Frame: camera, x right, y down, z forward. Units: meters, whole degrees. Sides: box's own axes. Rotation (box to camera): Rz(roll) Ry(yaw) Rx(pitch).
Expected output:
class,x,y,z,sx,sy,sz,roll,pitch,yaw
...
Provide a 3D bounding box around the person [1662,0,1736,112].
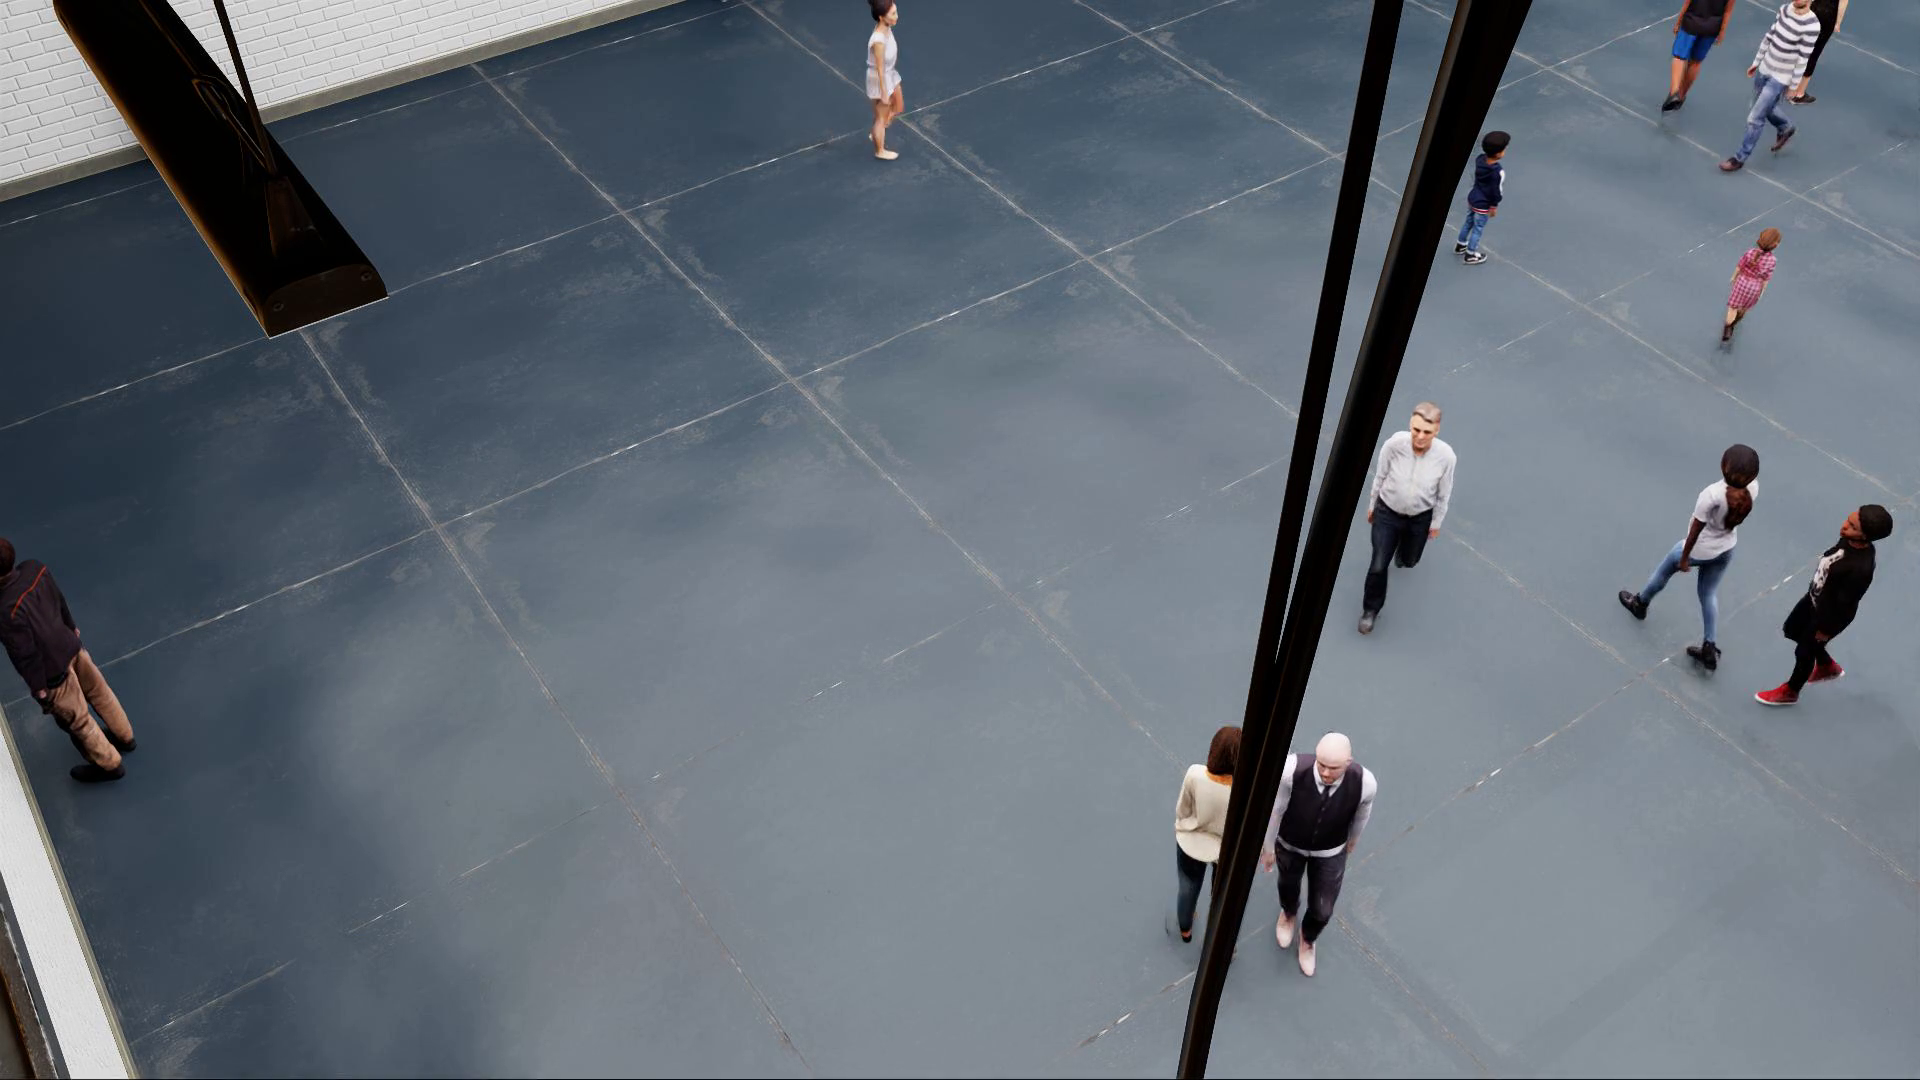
class,x,y,z,sx,sy,sz,roll,pitch,yaw
person,7.018,-4.853,15.771,0.886,1.783,1.009,16,46,16

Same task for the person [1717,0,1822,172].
class,x,y,z,sx,sy,sz,roll,pitch,yaw
person,7.492,-4.233,15.091,1.184,1.823,0.921,-9,44,-9

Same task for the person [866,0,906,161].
class,x,y,z,sx,sy,sz,roll,pitch,yaw
person,-0.794,-4.227,15.237,0.739,1.614,0.681,5,44,6

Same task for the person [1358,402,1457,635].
class,x,y,z,sx,sy,sz,roll,pitch,yaw
person,2.930,-0.228,10.905,1.016,1.800,1.161,15,46,15

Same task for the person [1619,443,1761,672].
class,x,y,z,sx,sy,sz,roll,pitch,yaw
person,4.828,0.109,10.634,1.074,1.685,0.881,-12,45,-13

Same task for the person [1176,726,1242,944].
class,x,y,z,sx,sy,sz,roll,pitch,yaw
person,1.374,1.671,9.011,0.787,1.662,0.842,13,45,13

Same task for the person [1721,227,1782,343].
class,x,y,z,sx,sy,sz,roll,pitch,yaw
person,6.339,-2.054,13.395,0.638,1.007,0.782,18,46,18

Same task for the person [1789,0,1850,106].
class,x,y,z,sx,sy,sz,roll,pitch,yaw
person,8.287,-5.064,16.038,0.571,1.721,0.607,-17,46,-17

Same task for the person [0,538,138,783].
class,x,y,z,sx,sy,sz,roll,pitch,yaw
person,-5.361,0.707,9.832,0.818,1.924,0.789,2,44,3

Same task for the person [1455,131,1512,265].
class,x,y,z,sx,sy,sz,roll,pitch,yaw
person,4.447,-2.922,14.151,0.576,1.222,0.569,-10,45,-10

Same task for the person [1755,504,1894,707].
class,x,y,z,sx,sy,sz,roll,pitch,yaw
person,5.461,0.431,10.315,0.879,1.658,0.812,4,44,4

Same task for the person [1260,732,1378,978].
class,x,y,z,sx,sy,sz,roll,pitch,yaw
person,1.904,1.571,9.014,0.848,1.802,0.901,9,44,10
